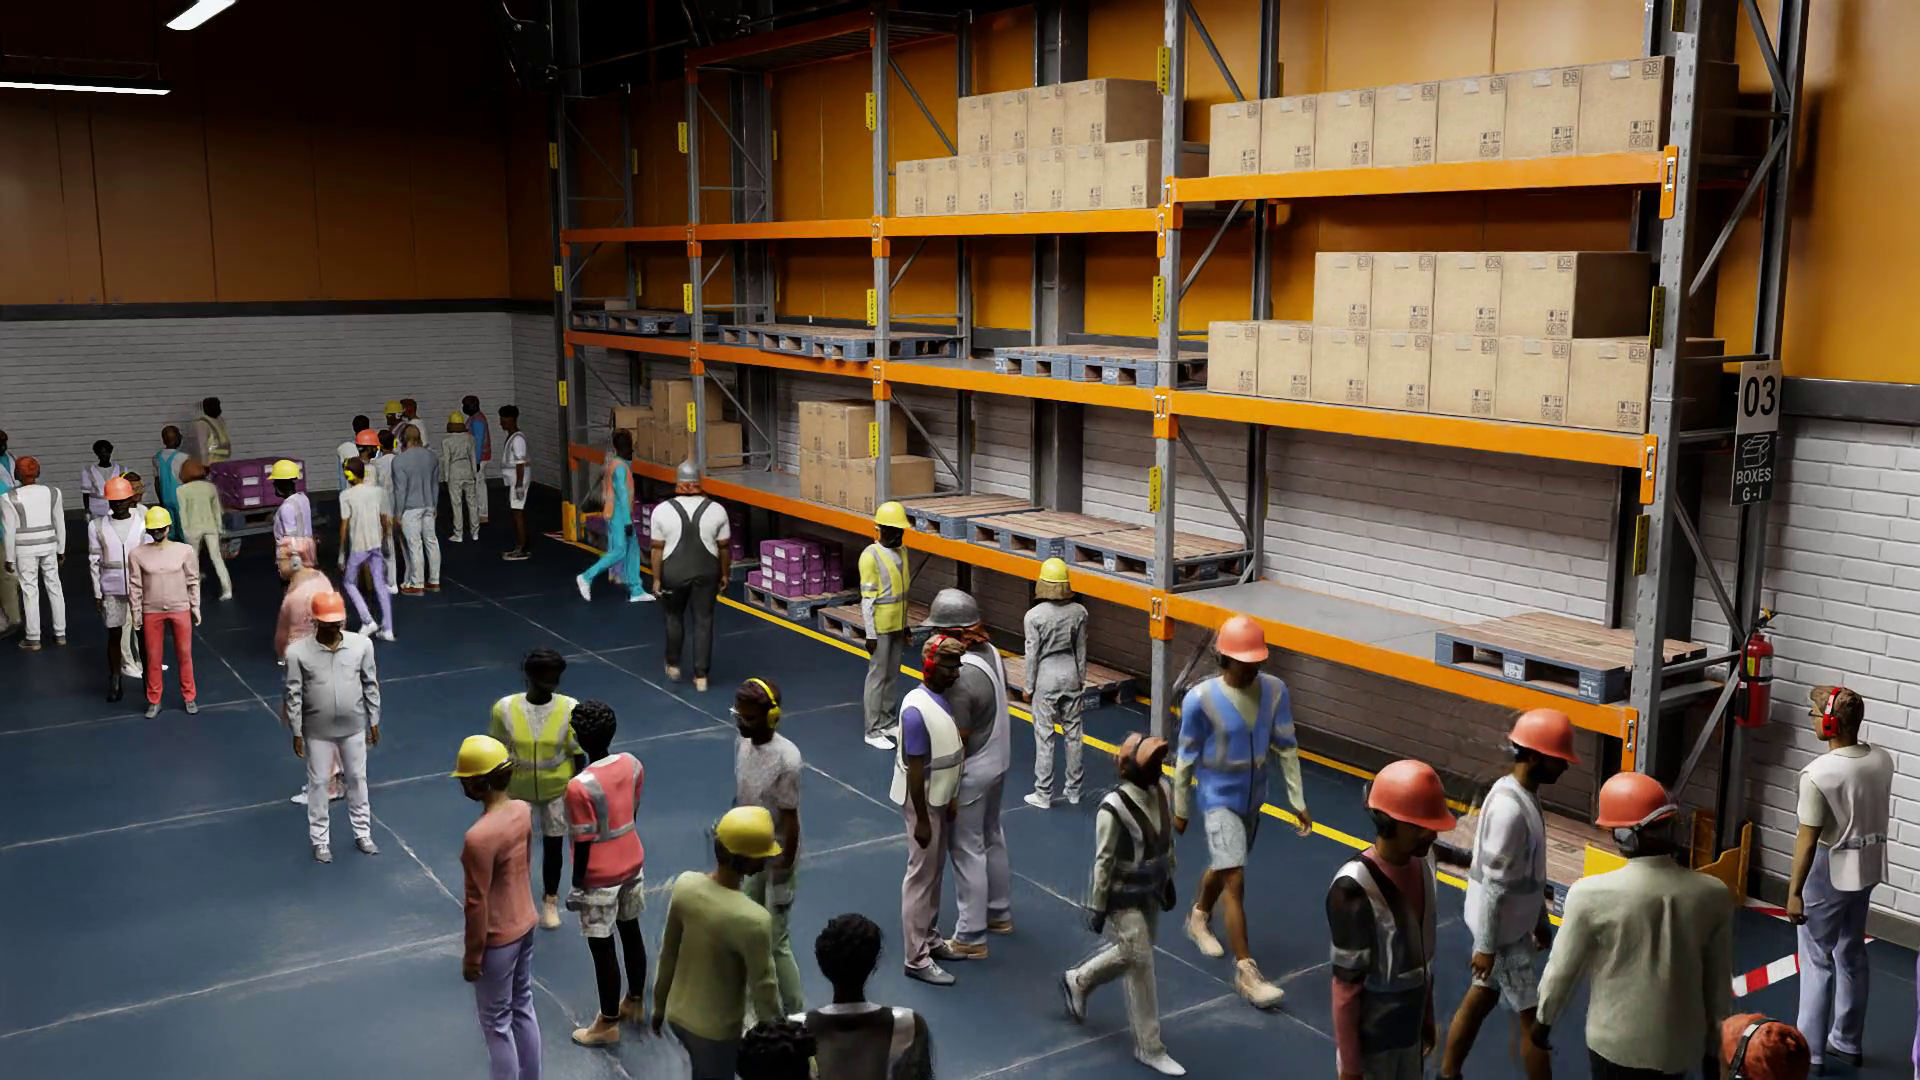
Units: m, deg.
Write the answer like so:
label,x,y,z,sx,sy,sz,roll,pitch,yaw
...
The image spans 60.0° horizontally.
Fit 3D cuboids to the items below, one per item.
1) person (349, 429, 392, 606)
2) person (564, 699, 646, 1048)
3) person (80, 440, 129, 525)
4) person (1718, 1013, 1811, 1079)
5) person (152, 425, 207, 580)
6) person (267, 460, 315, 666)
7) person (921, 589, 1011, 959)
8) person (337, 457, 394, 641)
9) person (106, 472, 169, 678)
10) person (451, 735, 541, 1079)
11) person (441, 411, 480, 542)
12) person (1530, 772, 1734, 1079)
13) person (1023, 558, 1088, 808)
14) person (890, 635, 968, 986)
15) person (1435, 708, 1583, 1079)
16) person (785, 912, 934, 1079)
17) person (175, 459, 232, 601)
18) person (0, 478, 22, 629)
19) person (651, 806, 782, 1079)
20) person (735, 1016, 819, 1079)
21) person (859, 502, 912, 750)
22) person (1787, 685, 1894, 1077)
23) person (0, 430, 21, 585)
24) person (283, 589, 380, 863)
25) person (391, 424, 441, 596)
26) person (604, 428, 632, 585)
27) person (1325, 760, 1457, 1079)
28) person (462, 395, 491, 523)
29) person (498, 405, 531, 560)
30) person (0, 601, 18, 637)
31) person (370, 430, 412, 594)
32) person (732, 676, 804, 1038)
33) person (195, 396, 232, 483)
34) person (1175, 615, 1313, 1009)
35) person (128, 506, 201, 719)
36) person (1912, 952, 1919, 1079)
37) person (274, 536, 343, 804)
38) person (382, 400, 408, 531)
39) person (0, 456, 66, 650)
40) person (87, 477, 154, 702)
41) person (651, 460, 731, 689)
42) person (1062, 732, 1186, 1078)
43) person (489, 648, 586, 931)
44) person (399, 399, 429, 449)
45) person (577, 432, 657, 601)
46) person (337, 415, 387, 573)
label,x,y,z,sx,sy,sz,roll,pitch,yaw
person,-6.464,-0.248,18.213,0.385,1.929,0.543,-8,13,-40
person,-1.716,1.599,8.037,0.322,1.696,0.530,4,10,22
person,-9.894,-0.321,19.311,0.531,1.697,0.320,-7,12,-37
person,2.053,2.141,4.330,0.576,1.880,0.352,-4,10,-22
person,-9.155,-0.421,19.463,0.508,1.847,0.345,2,10,10
person,-6.222,0.209,15.522,0.363,1.928,0.587,-2,10,-10
person,-0.003,1.244,9.114,0.536,2.000,0.701,4,10,20
person,-5.880,0.099,16.433,0.530,1.838,0.639,7,12,34
person,-7.487,0.307,15.111,0.326,1.874,0.519,2,10,11
person,-2.022,1.707,7.245,0.339,1.752,0.528,1,10,8
person,-6.710,-0.851,22.286,0.487,1.744,0.313,-9,13,-41
person,2.445,1.798,6.159,0.606,1.937,0.930,-1,10,-8
person,0.651,0.985,11.509,0.486,1.744,0.294,-4,11,-25
person,-0.161,1.400,8.798,0.391,1.837,0.563,3,10,15
person,2.466,1.658,7.120,0.903,1.891,0.569,4,11,23
person,-0.362,2.045,5.444,0.547,1.671,0.484,-2,10,-12
person,-8.359,-0.103,18.390,0.822,1.576,0.518,7,12,36
person,-9.790,0.025,16.918,0.408,1.831,0.605,-1,10,-7
person,-0.953,1.862,6.399,0.553,1.719,0.549,-9,13,-44
person,-0.546,2.160,4.763,0.569,1.670,0.671,-4,10,-21
person,-0.546,0.652,12.927,0.381,1.923,0.595,5,11,27
person,4.067,1.586,7.718,0.560,1.836,0.394,-5,11,-27
person,-11.006,-0.356,19.100,0.429,1.839,0.634,2,10,11
person,-3.936,1.159,10.482,0.566,1.744,0.350,-6,11,-32
person,-6.116,-0.340,18.710,0.377,1.940,0.629,5,11,29
person,-3.941,-0.389,19.319,0.357,1.835,0.516,-7,12,-35
person,1.567,1.774,6.044,0.411,2.032,0.611,9,13,43
person,-6.946,-1.161,23.857,0.429,1.836,0.635,-3,10,-17
person,-5.614,-0.734,20.982,0.390,1.955,0.617,-3,10,-19
person,-9.698,0.198,16.307,0.570,1.693,0.935,0,10,2
person,-6.448,-0.320,18.822,0.335,1.865,0.521,8,12,39
person,-0.944,1.537,7.936,0.349,1.856,0.595,-8,13,-40
person,-10.622,-1.133,23.678,0.509,1.832,0.644,0,10,1
person,1.436,1.349,8.694,0.617,1.991,1.046,-5,11,-27
person,-6.559,0.593,13.740,0.534,1.767,0.319,-4,10,-23
person,3.694,1.951,6.142,0.524,1.639,0.308,-5,11,-29
person,-4.553,0.907,11.522,0.439,1.888,0.685,-2,10,-12
person,-7.805,-1.035,23.135,0.403,1.824,0.594,-7,12,-37
person,-8.986,0.122,16.163,0.355,1.885,0.575,7,12,36
person,-7.157,0.415,14.281,0.542,1.938,0.358,-5,11,-27
person,-2.413,0.265,14.865,0.710,2.000,0.916,-2,10,-14
person,0.772,1.666,7.887,0.741,1.610,0.524,8,13,40
person,-2.345,1.394,9.304,0.557,1.662,0.408,-2,10,-9
person,-7.605,-1.066,23.285,0.390,1.838,0.573,-2,10,-13
person,-3.794,-0.247,18.316,0.801,1.884,0.650,-2,10,-9
person,-7.133,-0.540,19.942,0.593,1.921,0.392,1,10,4
